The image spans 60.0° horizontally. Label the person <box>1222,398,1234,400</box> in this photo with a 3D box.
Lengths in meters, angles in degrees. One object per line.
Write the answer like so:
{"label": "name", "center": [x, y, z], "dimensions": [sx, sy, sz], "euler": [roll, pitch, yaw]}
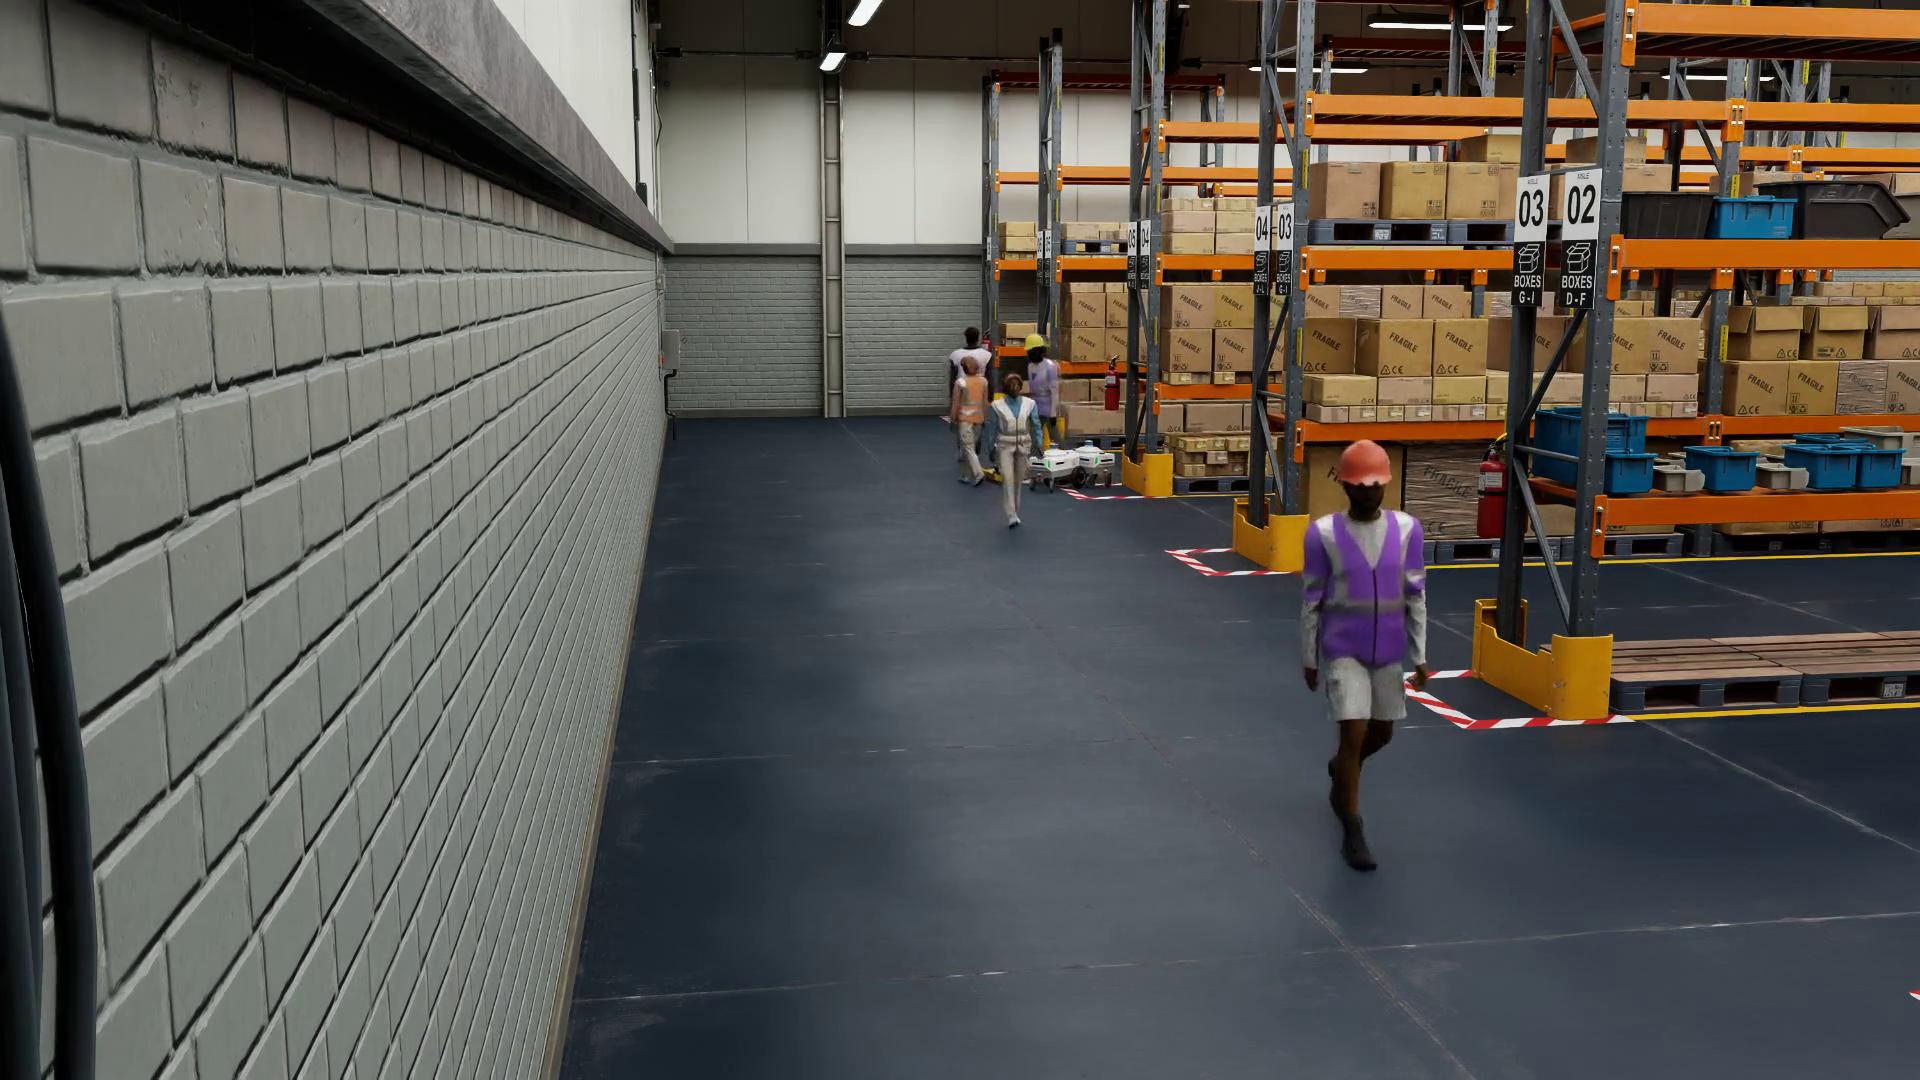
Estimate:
{"label": "person", "center": [4.360, -2.548, 26.414], "dimensions": [0.568, 1.859, 0.529], "euler": [-3, 10, -16]}

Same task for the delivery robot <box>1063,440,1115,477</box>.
{"label": "delivery robot", "center": [1.586, -0.984, 20.497], "dimensions": [0.477, 0.478, 0.707], "euler": [-6, 11, -34]}

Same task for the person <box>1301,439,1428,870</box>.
{"label": "person", "center": [1.831, 0.475, 7.636], "dimensions": [0.548, 1.911, 0.826], "euler": [-1, 9, -6]}

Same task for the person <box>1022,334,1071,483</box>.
{"label": "person", "center": [1.134, -1.638, 20.802], "dimensions": [0.754, 1.884, 0.601], "euler": [-6, 11, -31]}

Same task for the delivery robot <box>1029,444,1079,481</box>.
{"label": "delivery robot", "center": [1.136, -0.922, 20.117], "dimensions": [0.477, 0.478, 0.707], "euler": [7, 11, 36]}

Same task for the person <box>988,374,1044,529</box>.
{"label": "person", "center": [0.571, -0.916, 17.188], "dimensions": [0.519, 1.589, 0.886], "euler": [-2, 9, -14]}

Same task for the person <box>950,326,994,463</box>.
{"label": "person", "center": [0.170, -1.949, 22.608], "dimensions": [0.585, 1.899, 0.442], "euler": [2, 9, 12]}

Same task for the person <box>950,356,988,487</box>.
{"label": "person", "center": [0.134, -1.469, 20.535], "dimensions": [0.525, 1.612, 0.739], "euler": [-7, 11, -35]}

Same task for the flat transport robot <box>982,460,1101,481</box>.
{"label": "flat transport robot", "center": [1.048, -0.903, 21.157], "dimensions": [1.431, 0.197, 0.652], "euler": [-2, 9, -14]}
